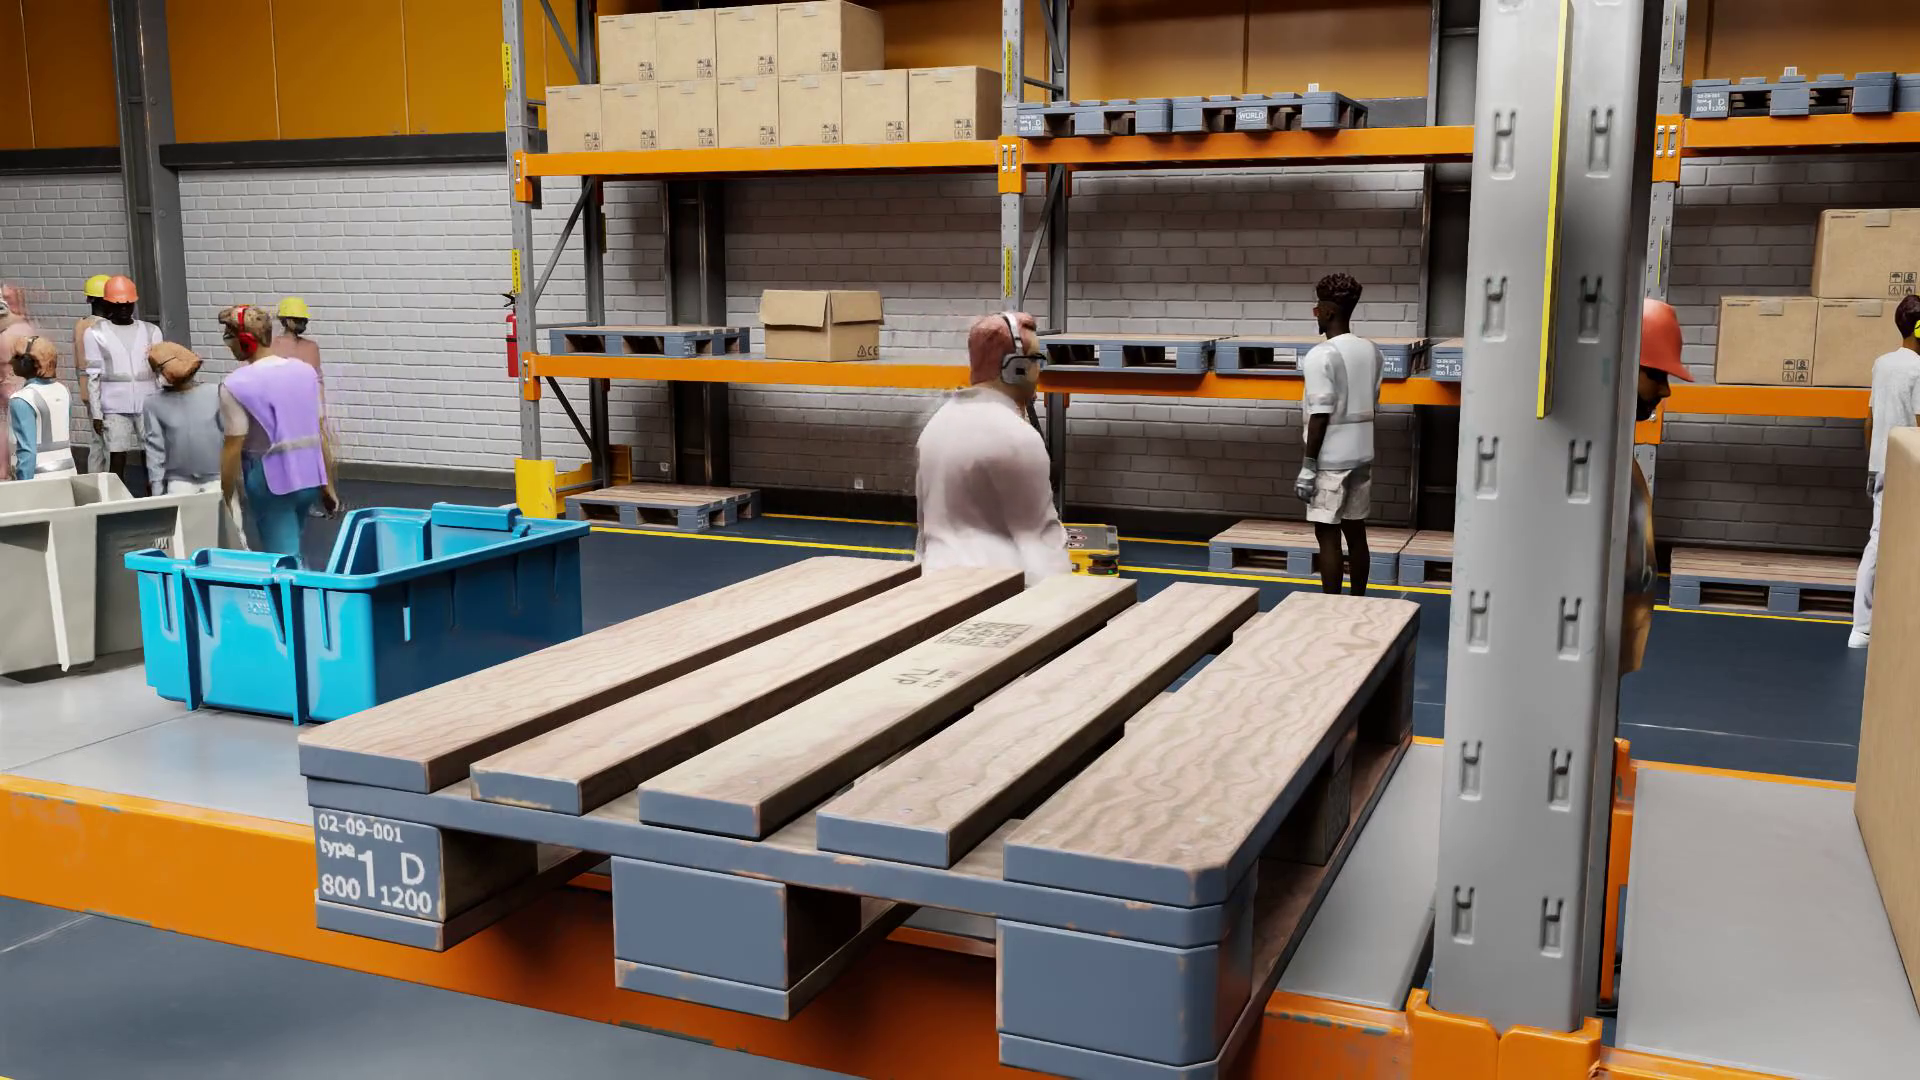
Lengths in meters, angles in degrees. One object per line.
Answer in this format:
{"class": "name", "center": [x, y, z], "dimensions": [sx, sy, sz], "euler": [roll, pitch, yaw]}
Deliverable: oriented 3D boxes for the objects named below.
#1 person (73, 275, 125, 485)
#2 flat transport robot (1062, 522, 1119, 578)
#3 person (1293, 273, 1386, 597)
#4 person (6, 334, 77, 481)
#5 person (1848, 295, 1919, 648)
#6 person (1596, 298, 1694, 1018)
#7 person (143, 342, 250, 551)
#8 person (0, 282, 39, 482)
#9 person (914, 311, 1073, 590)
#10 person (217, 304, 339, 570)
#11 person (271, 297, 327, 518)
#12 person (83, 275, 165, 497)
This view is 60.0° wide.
{"class": "person", "center": [-6.644, -1.096, 12.976], "dimensions": [0.594, 1.926, 0.366], "euler": [7, 12, 35]}
{"class": "flat transport robot", "center": [0.713, 0.063, 10.984], "dimensions": [0.652, 0.197, 1.431], "euler": [1, 9, 4]}
{"class": "person", "center": [2.015, -0.437, 8.910], "dimensions": [0.602, 1.967, 0.370], "euler": [-9, 13, -42]}
{"class": "person", "center": [-4.910, -0.279, 8.934], "dimensions": [0.307, 1.645, 0.514], "euler": [-1, 10, -5]}
{"class": "person", "center": [4.843, -0.325, 8.532], "dimensions": [0.315, 1.870, 0.532], "euler": [0, 9, -1]}
{"class": "person", "center": [1.750, 0.311, 4.546], "dimensions": [0.372, 1.928, 0.543], "euler": [3, 10, 17]}
{"class": "person", "center": [-4.217, -0.305, 9.237], "dimensions": [0.551, 1.592, 0.323], "euler": [-2, 10, -14]}
{"class": "person", "center": [-6.399, -0.786, 11.233], "dimensions": [0.442, 1.887, 0.667], "euler": [-4, 10, -21]}
{"class": "person", "center": [0.185, 0.242, 5.134], "dimensions": [0.930, 1.865, 0.658], "euler": [-3, 10, -18]}
{"class": "person", "center": [-3.329, -0.221, 8.043], "dimensions": [0.566, 1.819, 0.597], "euler": [4, 10, 22]}
{"class": "person", "center": [-5.249, -1.038, 13.127], "dimensions": [0.407, 1.752, 0.549], "euler": [5, 11, 28]}
{"class": "person", "center": [-6.125, -0.979, 12.278], "dimensions": [0.540, 1.929, 0.382], "euler": [-8, 12, -39]}
